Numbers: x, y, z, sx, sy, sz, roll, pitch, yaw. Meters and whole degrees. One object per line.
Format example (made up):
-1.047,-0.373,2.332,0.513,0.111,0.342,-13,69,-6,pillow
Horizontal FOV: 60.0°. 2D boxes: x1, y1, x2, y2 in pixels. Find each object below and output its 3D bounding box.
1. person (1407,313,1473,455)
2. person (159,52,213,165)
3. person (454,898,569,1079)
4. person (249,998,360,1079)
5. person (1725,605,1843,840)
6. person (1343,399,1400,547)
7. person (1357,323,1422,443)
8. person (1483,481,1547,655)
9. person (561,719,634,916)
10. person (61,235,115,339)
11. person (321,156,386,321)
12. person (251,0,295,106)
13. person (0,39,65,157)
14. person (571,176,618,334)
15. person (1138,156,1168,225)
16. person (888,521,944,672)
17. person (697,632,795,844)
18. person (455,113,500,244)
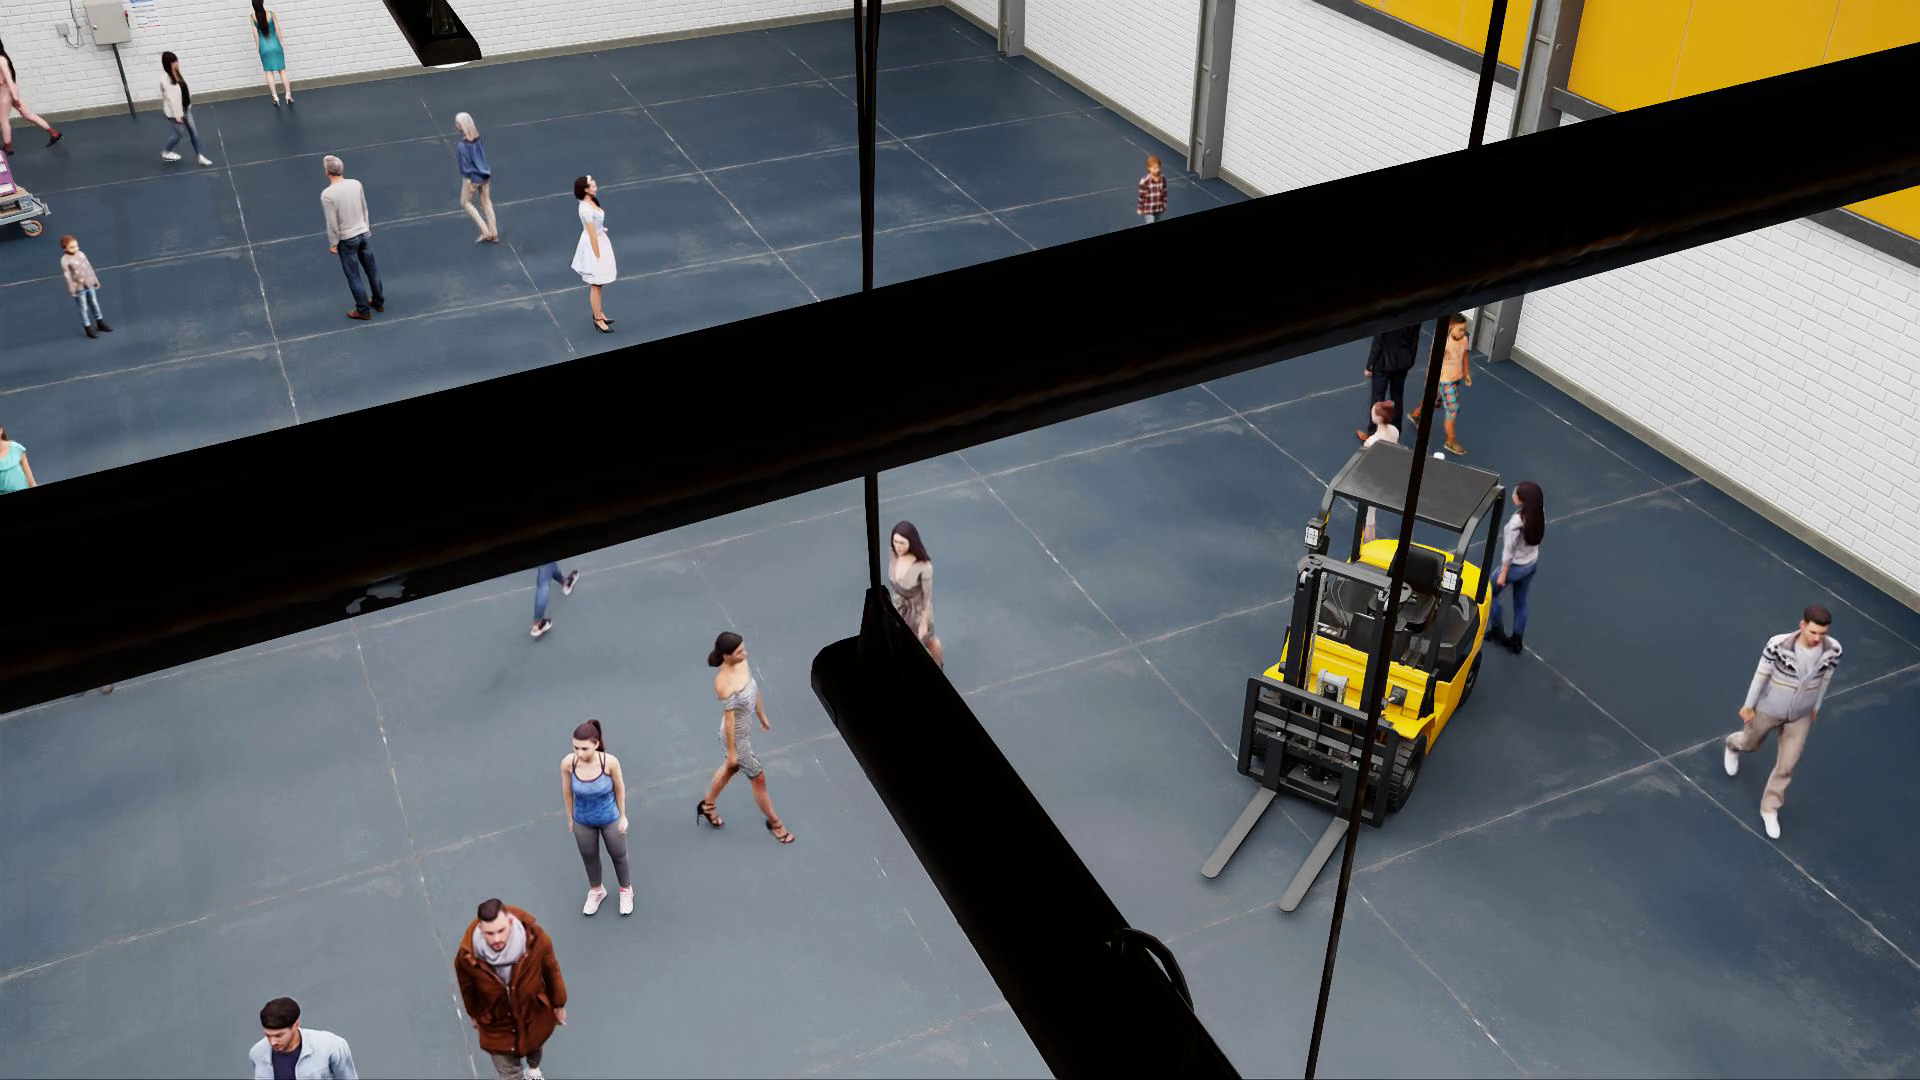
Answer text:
4.805,-1.623,16.586,0.731,1.436,1.054,-28,42,-35,person
-10.837,-5.932,22.919,1.006,1.600,0.982,4,34,6,person
-2.604,2.730,9.719,0.707,1.788,1.066,-15,36,-21,person
-3.520,3.152,9.063,0.753,1.811,0.708,-2,34,-3,person
5.931,1.159,12.038,1.104,1.837,1.250,6,34,9,person
3.660,-0.416,14.453,0.669,1.786,0.652,-25,41,-32,person
4.272,-1.768,16.478,0.727,1.798,0.623,-9,35,-13,person
4.625,0.270,13.582,0.703,1.608,0.670,-22,39,-29,person
-2.429,1.868,11.178,0.645,1.609,0.661,1,34,1,person
-9.867,-2.870,18.681,0.608,1.194,0.568,17,37,24,person
-6.905,-3.435,18.883,0.842,1.910,0.831,19,38,26,person
-10.391,-7.402,25.054,0.539,1.686,0.481,-14,36,-20,person
-13.203,-6.233,23.298,0.760,1.682,1.127,-18,38,-25,person
-4.091,-3.209,18.630,0.845,1.815,0.758,-5,34,-7,person
2.342,-4.112,20.460,0.525,1.292,0.863,-15,36,-21,person
-0.325,0.548,13.090,1.111,1.690,1.015,21,39,28,person
-1.640,1.393,11.733,0.982,1.785,1.006,4,34,6,person
-5.919,-4.464,20.632,0.787,1.688,0.731,13,36,18,person
